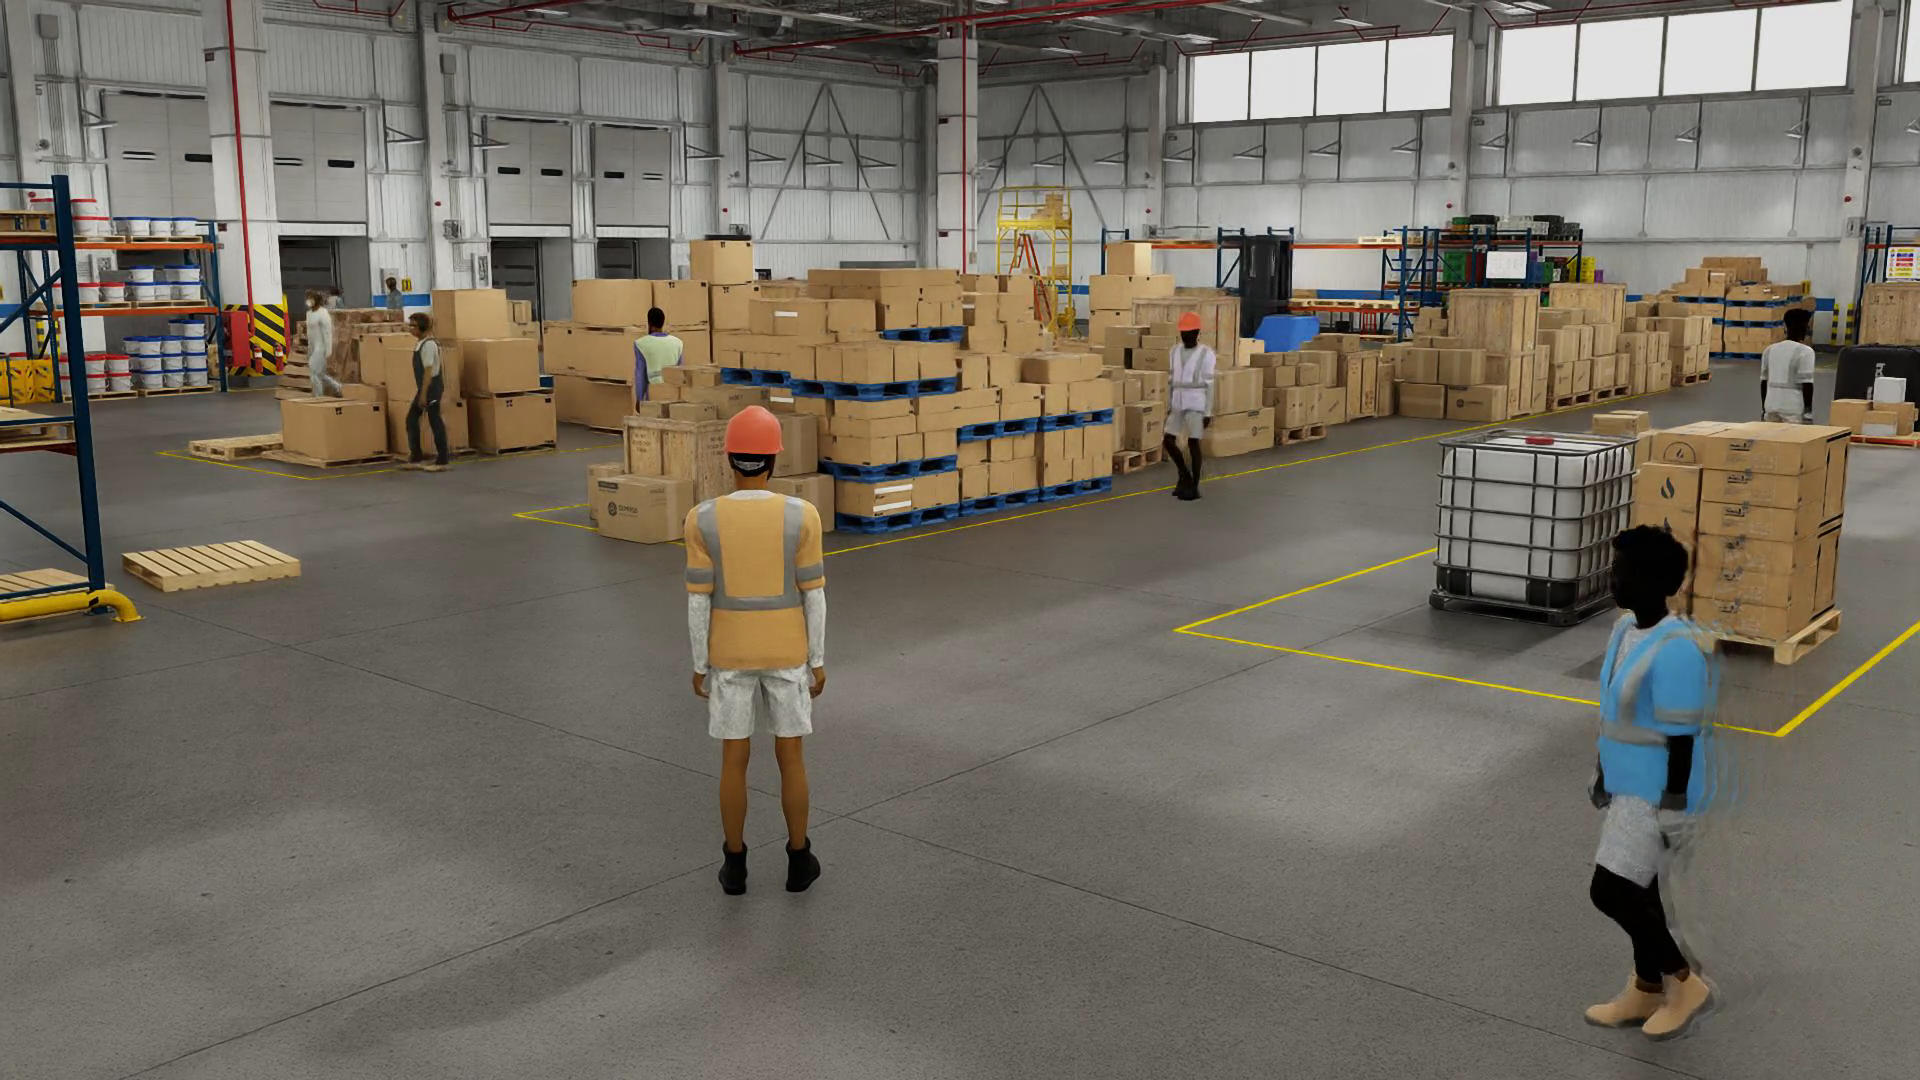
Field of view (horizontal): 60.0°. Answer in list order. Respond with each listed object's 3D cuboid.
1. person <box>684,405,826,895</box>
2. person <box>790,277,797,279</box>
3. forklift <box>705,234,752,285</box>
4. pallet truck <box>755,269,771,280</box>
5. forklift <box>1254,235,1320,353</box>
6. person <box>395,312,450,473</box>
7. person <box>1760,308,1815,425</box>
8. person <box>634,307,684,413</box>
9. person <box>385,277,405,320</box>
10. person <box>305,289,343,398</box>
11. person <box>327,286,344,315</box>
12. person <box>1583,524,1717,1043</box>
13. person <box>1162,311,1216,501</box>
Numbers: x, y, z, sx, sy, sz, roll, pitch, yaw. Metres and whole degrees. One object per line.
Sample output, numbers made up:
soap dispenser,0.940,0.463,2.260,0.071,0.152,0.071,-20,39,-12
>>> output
person,-0.797,0.441,6.560,0.542,1.939,0.361,-1,10,-3
person,-3.848,-5.162,38.625,0.598,1.870,0.603,1,10,7
forklift,-4.857,-5.045,35.116,1.129,2.768,1.873,-4,11,-22
pallet truck,-4.996,-6.432,45.525,1.885,1.965,0.823,-6,12,-32
forklift,6.800,-5.217,36.093,1.129,2.768,1.873,-9,14,-43
person,-6.139,-1.649,18.782,0.730,1.821,0.548,-6,12,-31
person,8.150,-1.299,16.384,0.372,1.966,0.603,-3,11,-19
person,-3.262,-1.579,18.185,0.608,1.905,0.406,-9,14,-42
person,-12.151,-4.692,35.794,0.376,1.937,0.629,-6,12,-31
person,-9.844,-2.908,25.680,0.740,1.923,0.638,-8,13,-40
person,-15.117,-5.337,40.366,0.517,1.624,0.440,4,11,22
person,2.163,0.788,5.298,0.370,1.688,0.534,1,10,8
person,2.295,-1.345,16.774,0.580,1.918,0.416,10,14,43
